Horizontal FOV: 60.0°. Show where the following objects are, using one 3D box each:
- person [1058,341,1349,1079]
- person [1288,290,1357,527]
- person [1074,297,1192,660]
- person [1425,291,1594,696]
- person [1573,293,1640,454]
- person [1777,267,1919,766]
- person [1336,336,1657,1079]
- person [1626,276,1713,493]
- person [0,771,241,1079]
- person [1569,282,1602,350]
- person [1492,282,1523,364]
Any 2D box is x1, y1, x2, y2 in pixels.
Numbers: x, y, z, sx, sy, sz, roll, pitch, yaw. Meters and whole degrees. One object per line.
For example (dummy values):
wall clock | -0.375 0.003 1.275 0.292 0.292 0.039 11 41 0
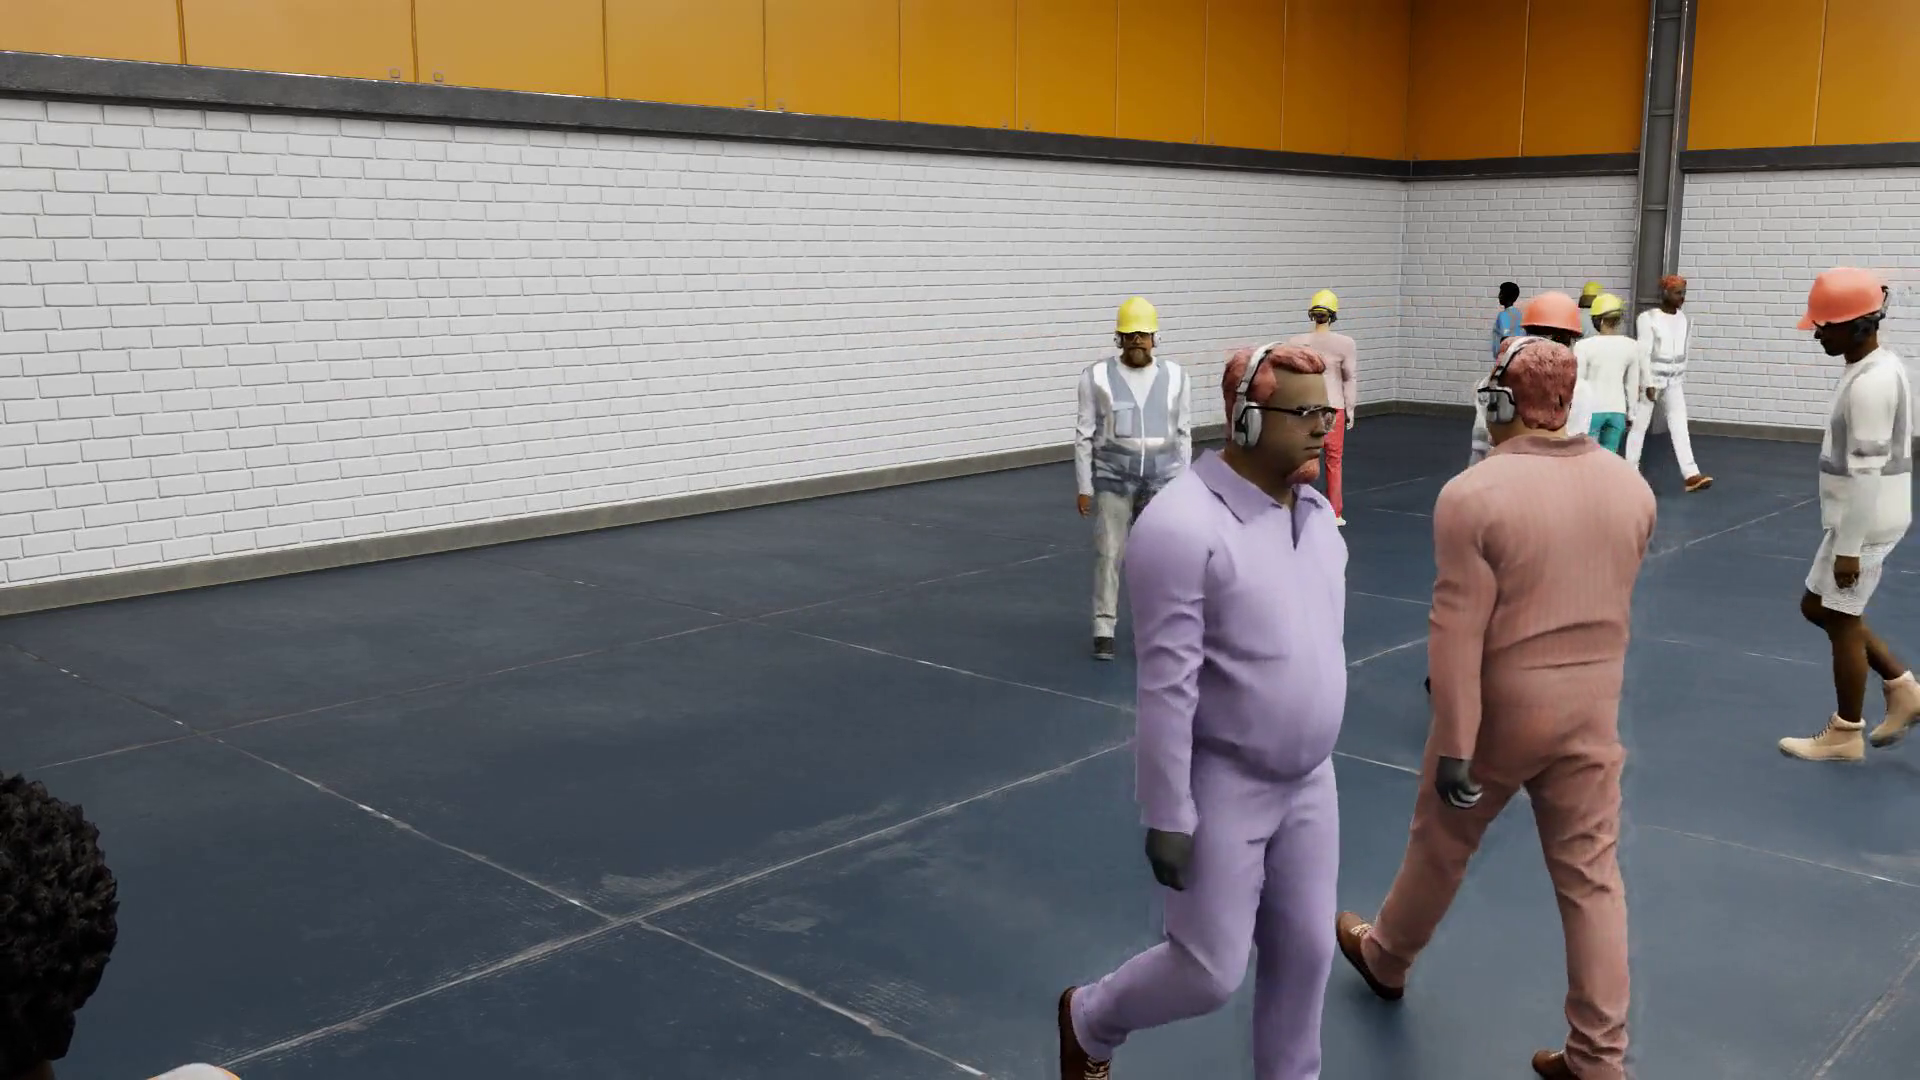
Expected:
person | 0.578 0.505 3.640 0.652 1.887 0.685 -9 13 -40
person | 2.676 -0.965 12.361 0.525 1.769 0.314 3 10 17
person | 0.878 -0.301 8.396 0.610 1.829 0.404 -1 10 -5
person | 2.374 -0.113 7.145 0.824 1.902 0.557 -8 13 -39
person | 4.747 -0.929 12.212 0.528 1.754 0.504 -2 10 -12
person | 3.545 -0.064 6.554 0.583 2.001 0.698 5 11 27
person | 1.400 0.417 4.242 0.661 1.853 1.000 -3 10 -17
person | 6.028 -1.317 14.165 0.579 1.832 0.955 -2 10 -13
person | -0.727 1.007 1.347 0.318 1.691 0.532 3 10 16
person | 6.568 -1.841 17.484 0.489 1.723 0.658 0 10 3
person | 6.172 -2.063 18.807 0.316 1.696 0.540 7 12 33
